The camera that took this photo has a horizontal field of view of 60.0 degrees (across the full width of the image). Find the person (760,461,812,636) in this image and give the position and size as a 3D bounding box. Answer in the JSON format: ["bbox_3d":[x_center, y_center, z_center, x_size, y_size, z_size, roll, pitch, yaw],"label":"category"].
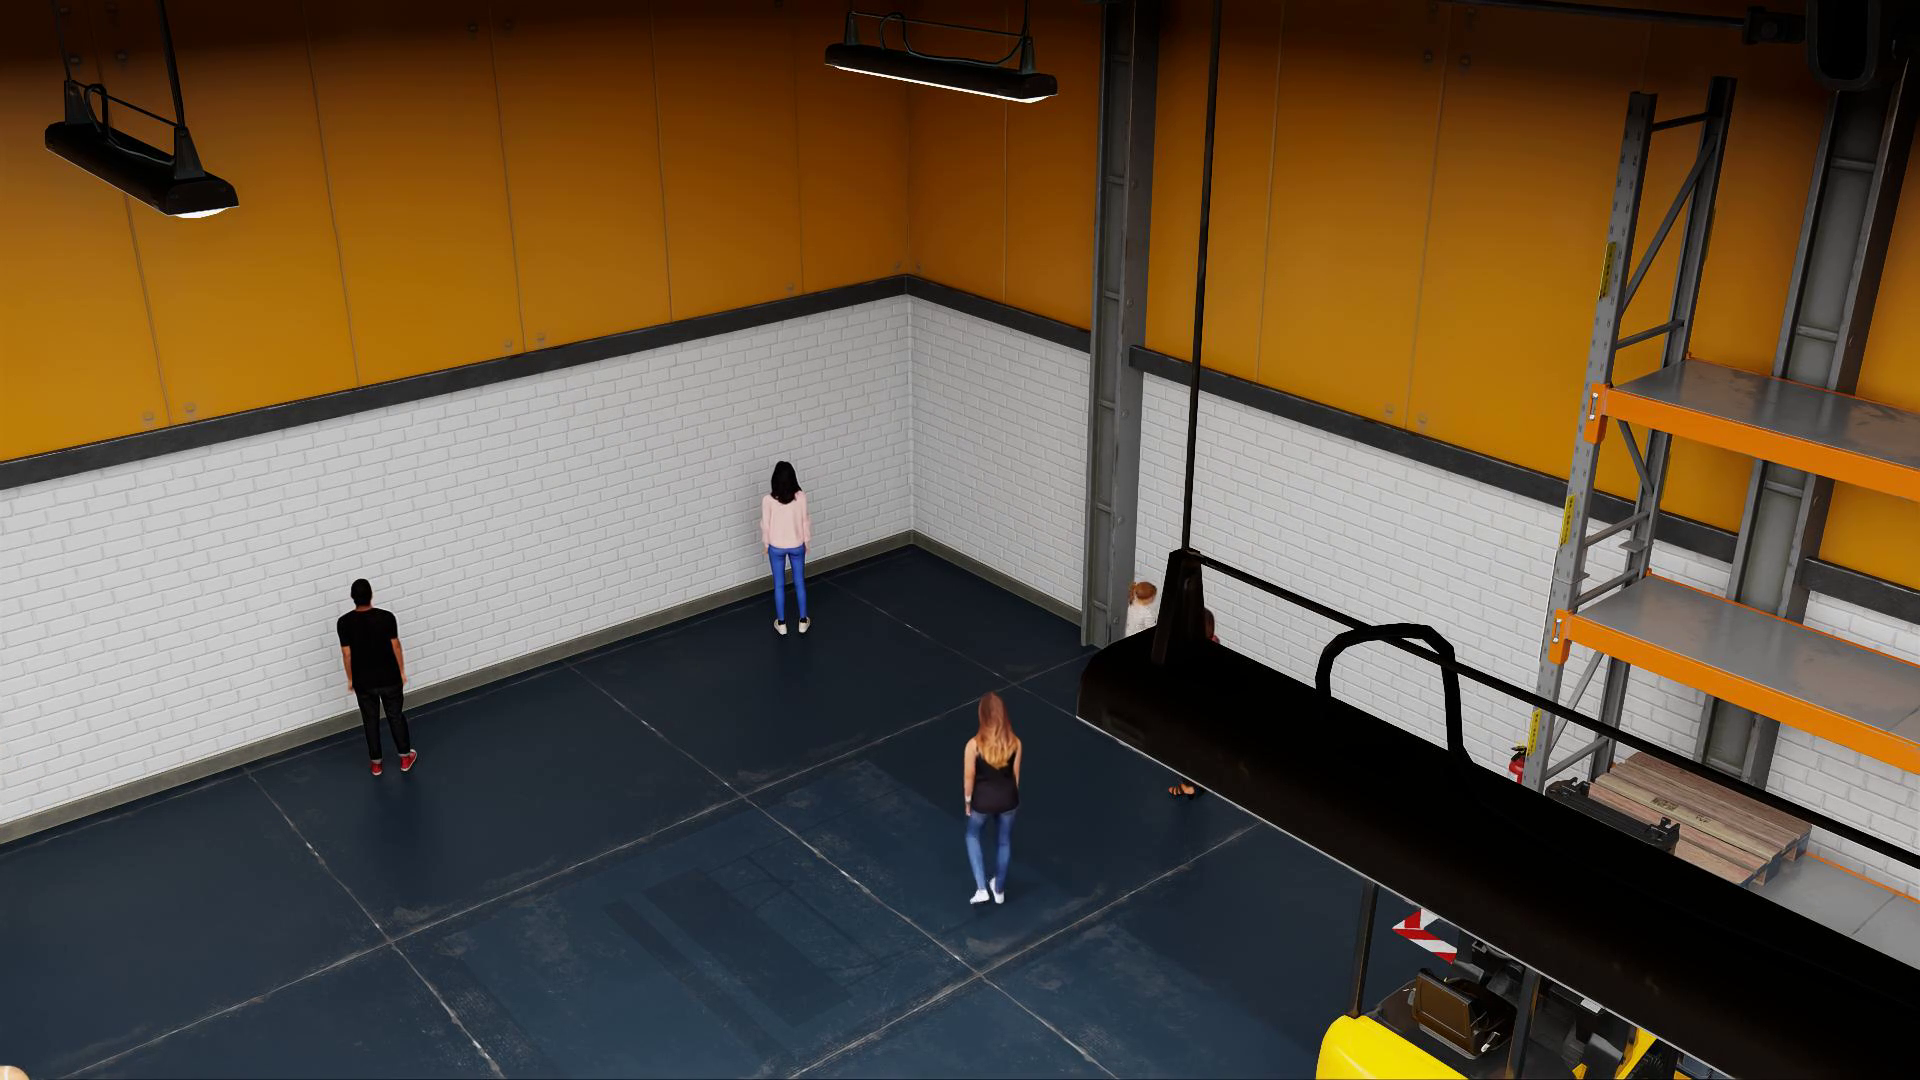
[{"bbox_3d":[-1.685,0.073,16.165,0.726,1.768,0.735,-3,24,-7],"label":"person"}]

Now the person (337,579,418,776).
[{"bbox_3d":[-4.833,1.124,13.772,0.716,1.758,0.717,-6,24,-13],"label":"person"}]

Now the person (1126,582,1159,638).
[{"bbox_3d":[1.573,0.925,14.798,0.541,1.300,0.644,20,31,38],"label":"person"}]

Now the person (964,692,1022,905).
[{"bbox_3d":[0.257,1.929,11.989,0.731,1.712,0.804,-4,24,-9],"label":"person"}]

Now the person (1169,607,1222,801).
[{"bbox_3d":[1.911,1.304,13.430,0.610,1.702,0.547,-20,31,-38],"label":"person"}]
